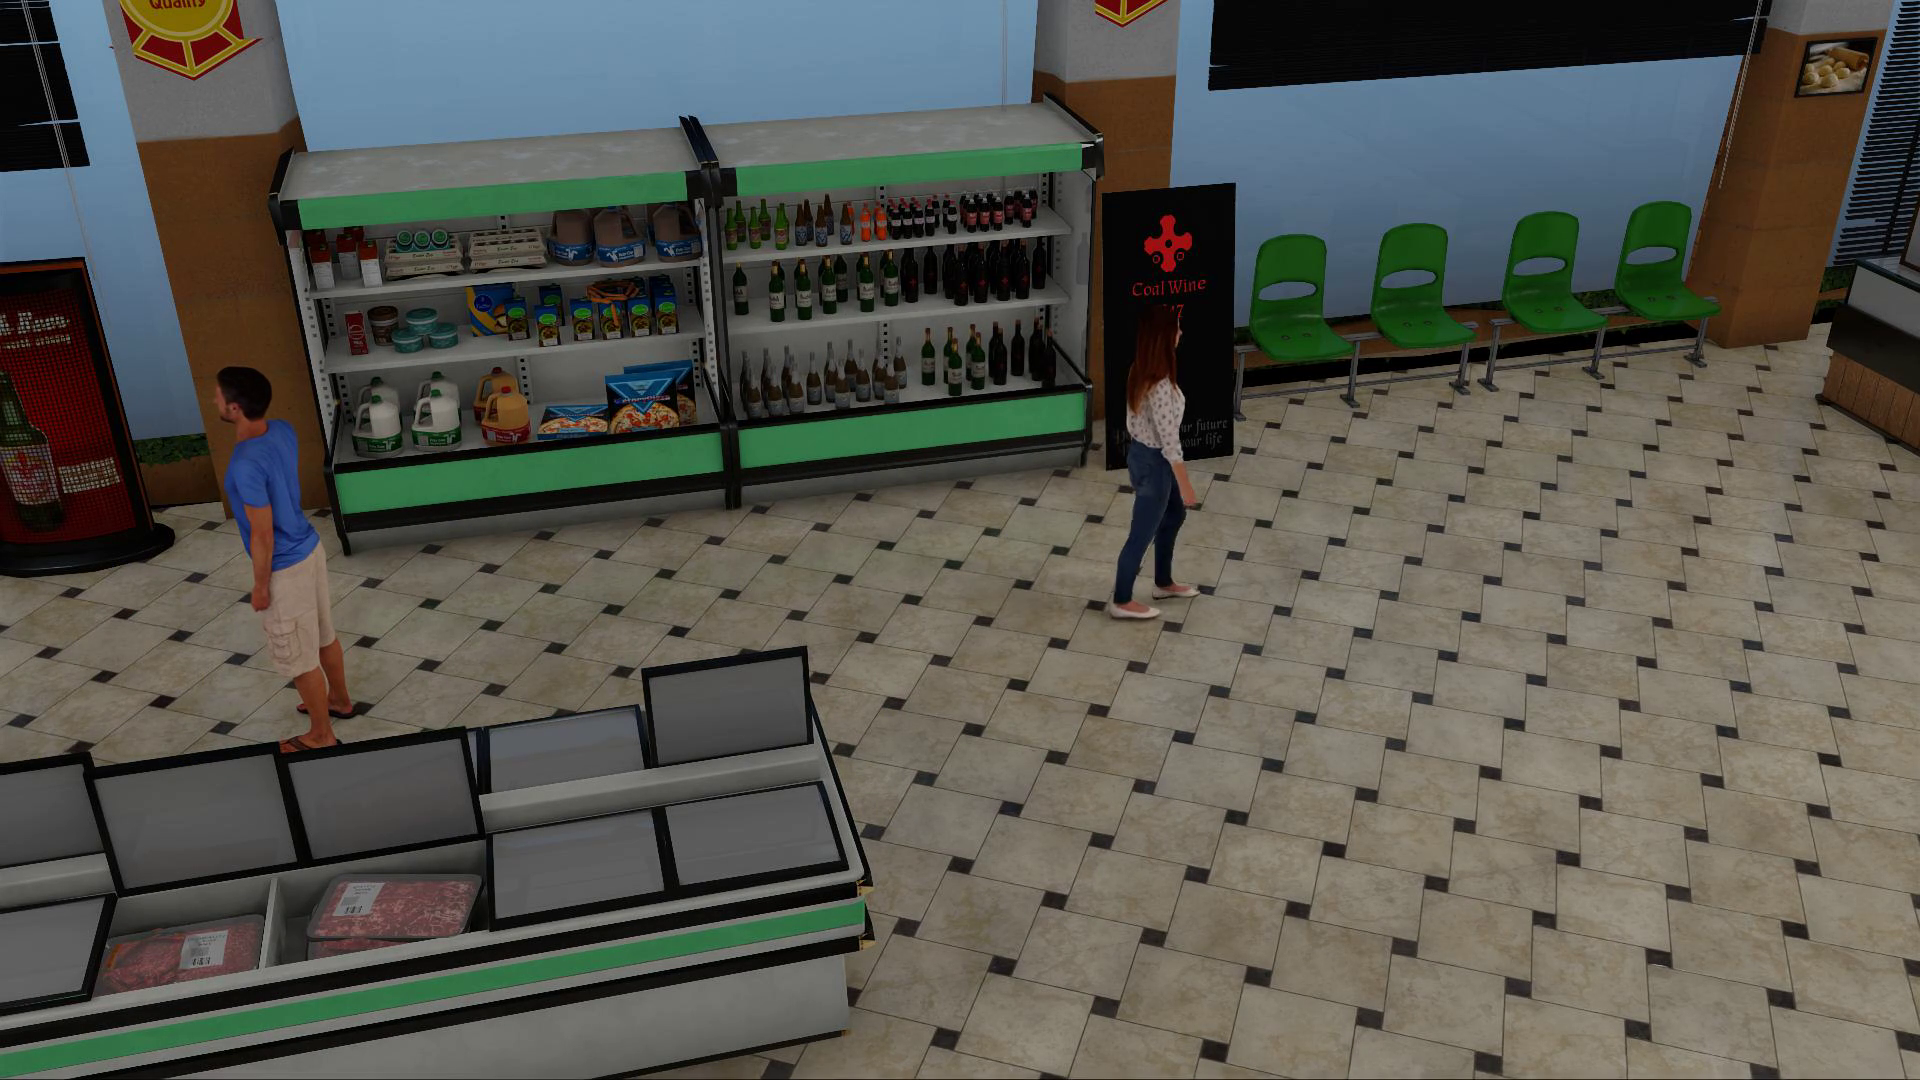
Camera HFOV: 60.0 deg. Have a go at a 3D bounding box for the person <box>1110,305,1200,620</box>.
[{"bbox_3d":[0.890,-0.355,8.386,0.780,1.718,0.674,-1,29,-2],"label":"person"}]

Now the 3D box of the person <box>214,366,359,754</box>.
[{"bbox_3d":[-3.005,0.091,7.419,0.660,1.863,0.710,0,29,0],"label":"person"}]
